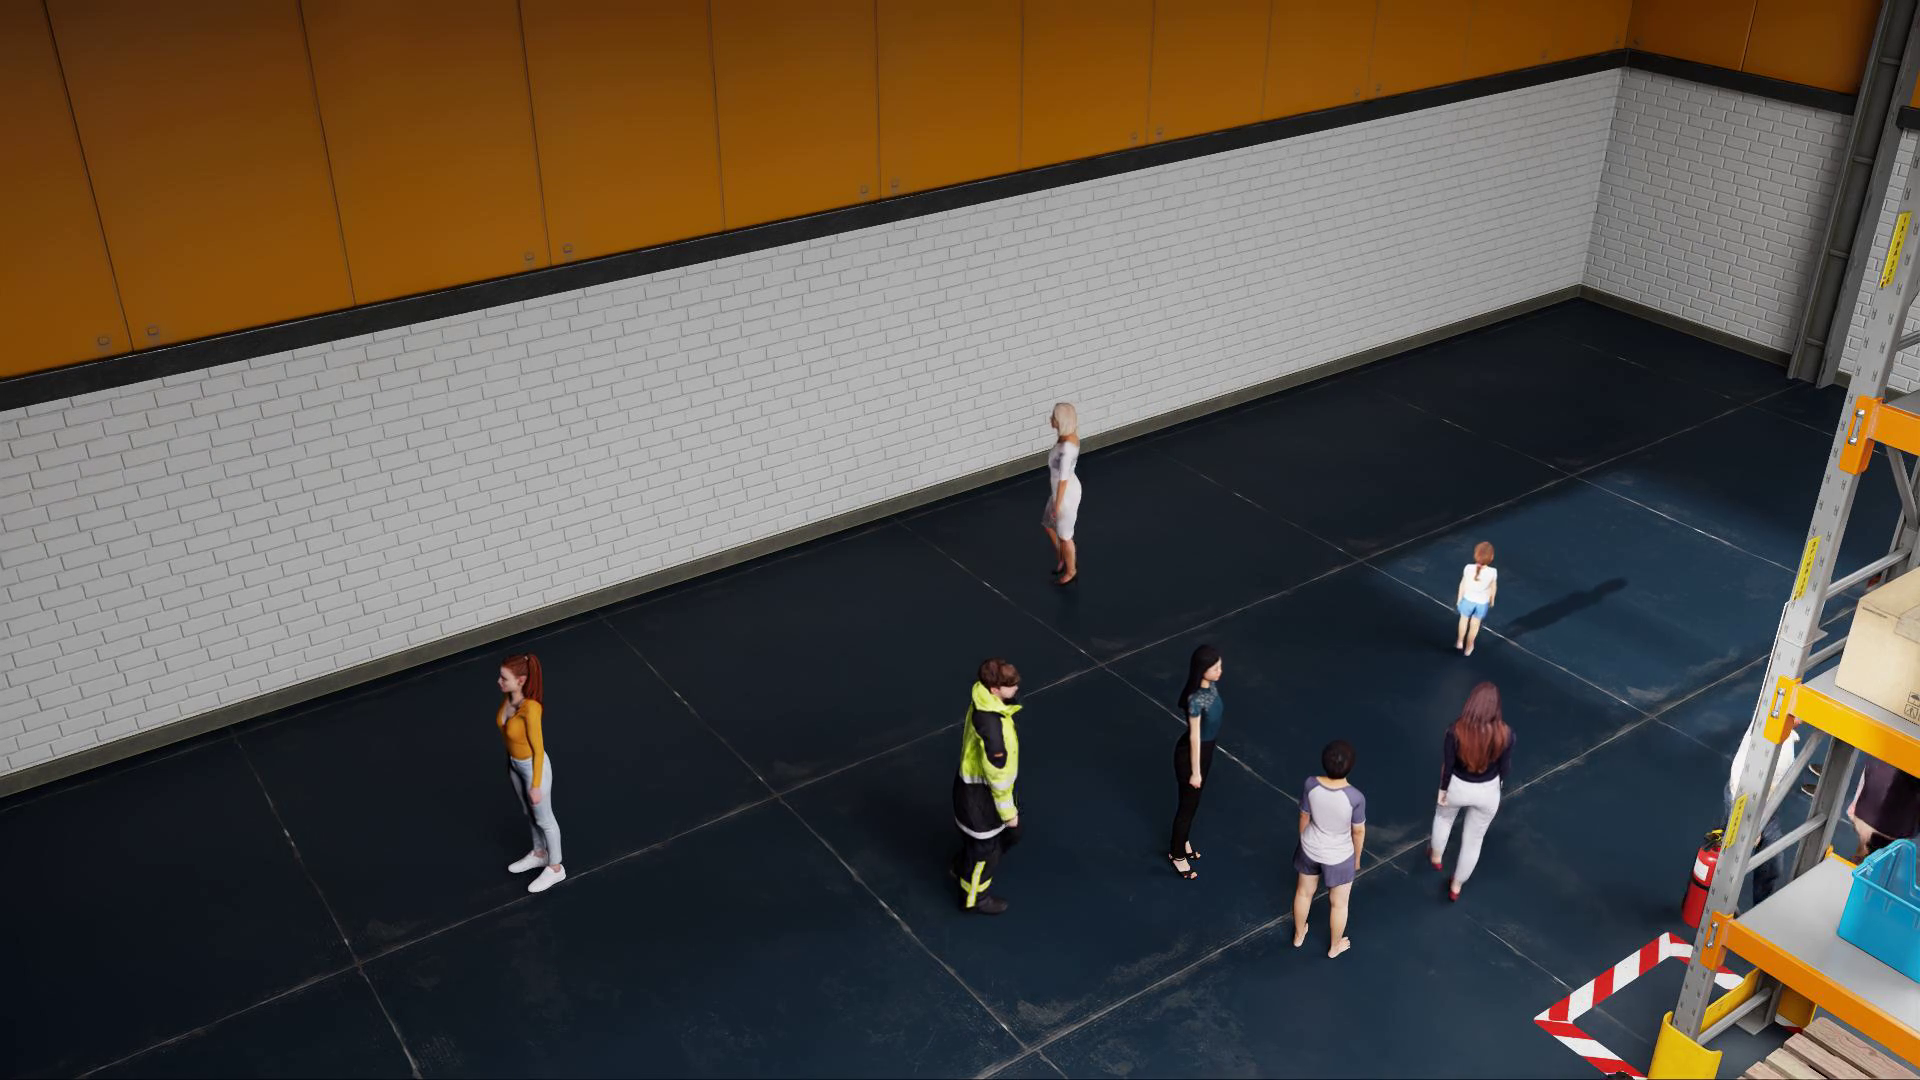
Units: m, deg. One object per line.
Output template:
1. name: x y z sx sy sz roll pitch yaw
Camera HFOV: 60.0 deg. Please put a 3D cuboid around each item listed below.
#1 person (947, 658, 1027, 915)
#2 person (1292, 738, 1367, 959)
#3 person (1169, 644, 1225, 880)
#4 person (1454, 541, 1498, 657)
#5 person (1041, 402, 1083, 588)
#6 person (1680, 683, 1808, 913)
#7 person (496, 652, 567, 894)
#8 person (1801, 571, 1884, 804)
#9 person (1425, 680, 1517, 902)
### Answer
1. person: 0.080 1.556 10.379 0.996 1.959 0.918 0 29 0
2. person: 2.261 1.879 10.197 0.583 1.566 0.697 16 33 27
3. person: 1.537 1.423 10.855 0.669 1.736 0.636 9 30 16
4. person: 4.123 0.491 13.318 0.454 1.014 0.543 13 31 22
5. person: 0.970 -0.373 14.146 0.754 1.738 0.677 1 29 2
6. person: 4.818 1.652 10.338 1.103 1.830 1.021 7 29 13
7. person: -2.781 1.476 10.742 0.653 1.751 0.507 -21 35 -33
8. person: 6.241 1.008 11.549 0.666 1.800 0.729 19 34 31
9. person: 3.267 1.639 10.605 0.804 1.596 0.861 6 29 11
